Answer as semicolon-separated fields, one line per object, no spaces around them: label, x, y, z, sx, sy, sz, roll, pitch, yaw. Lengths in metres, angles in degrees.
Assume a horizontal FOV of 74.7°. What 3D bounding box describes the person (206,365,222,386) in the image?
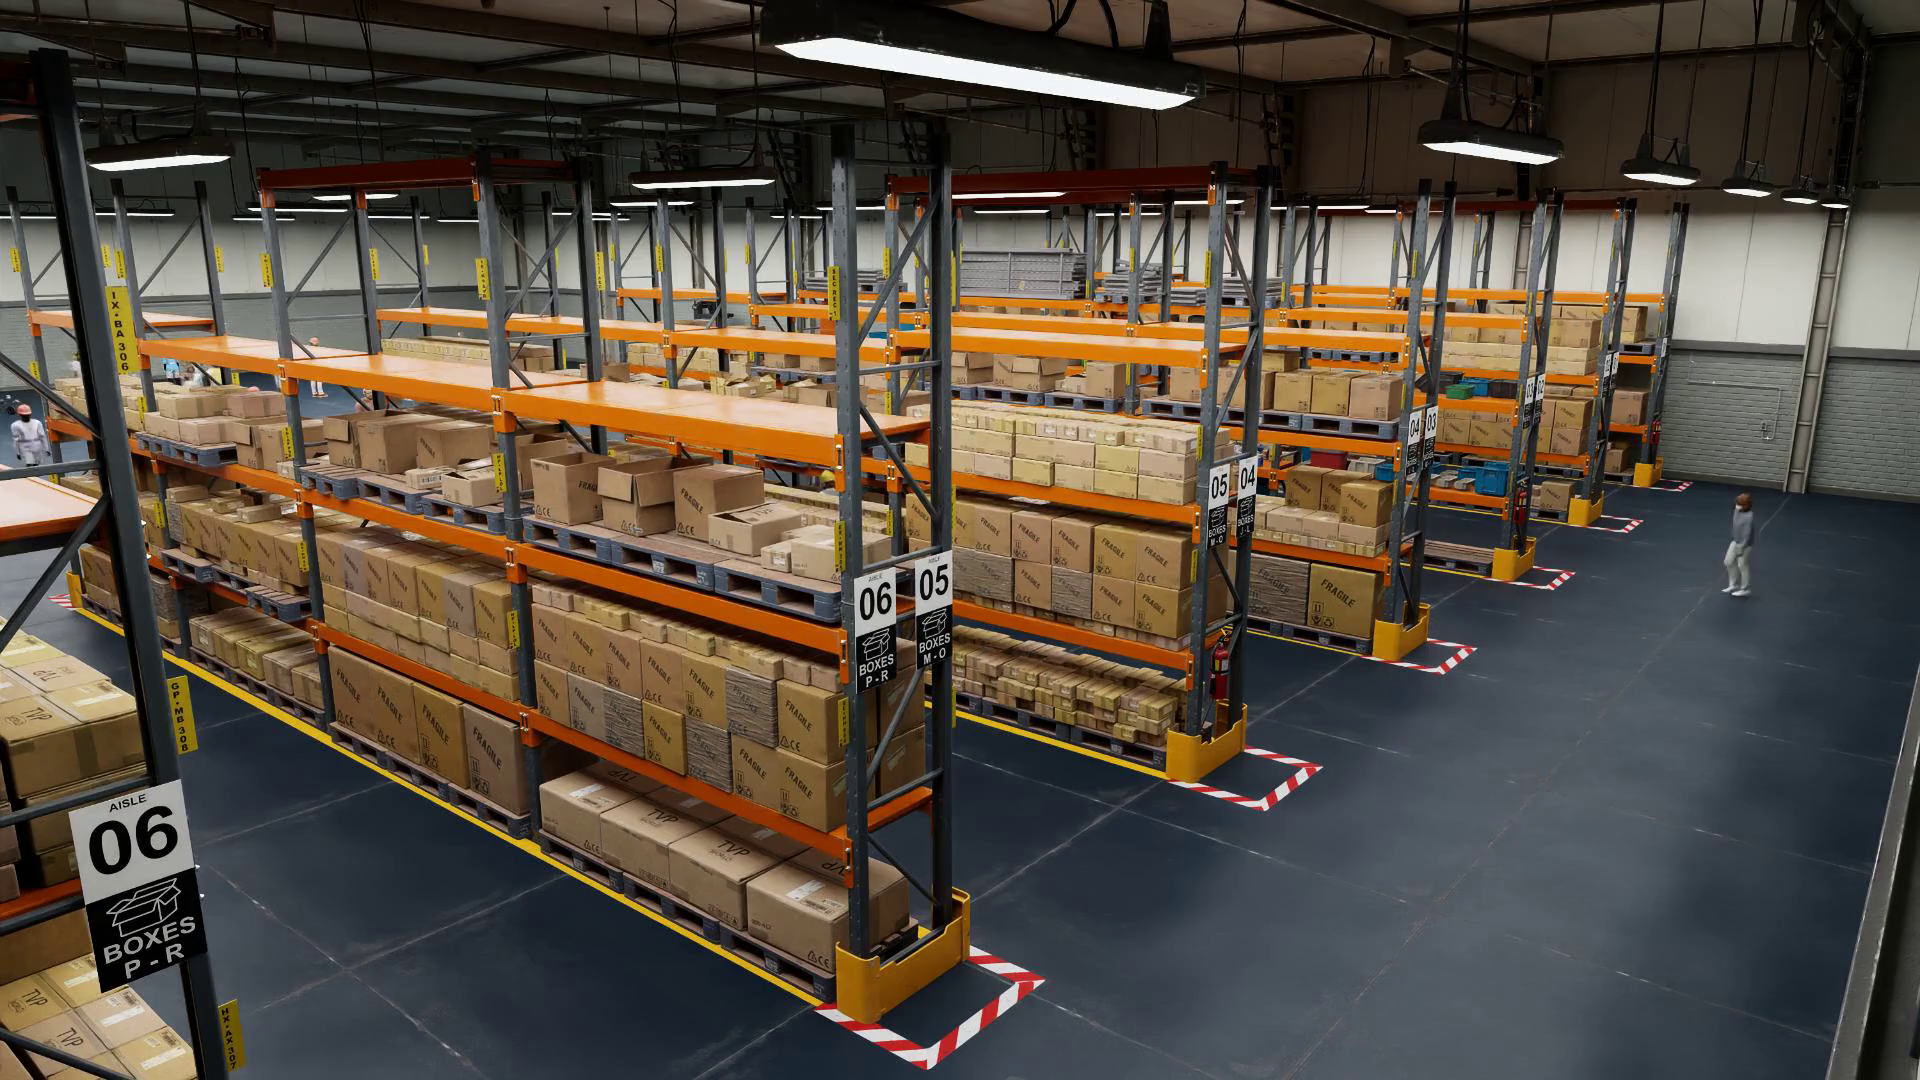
person;-21.702;-4.400;36.930;0.631;1.831;0.448;-5;15;-21

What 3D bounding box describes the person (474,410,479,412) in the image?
person;-10.859;-2.512;28.713;0.609;2.040;0.394;8;16;29

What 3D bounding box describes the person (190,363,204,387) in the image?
person;-26.582;-6.067;43.767;0.536;1.840;0.524;6;15;22

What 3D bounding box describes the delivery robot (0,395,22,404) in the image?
delivery robot;-29.115;-4.307;38.541;0.698;0.223;0.335;2;14;8

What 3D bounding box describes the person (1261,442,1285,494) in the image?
person;6.551;-1.821;26.801;0.833;1.593;0.510;10;17;35

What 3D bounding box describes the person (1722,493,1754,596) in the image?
person;11.784;0.073;18.967;0.477;1.596;0.523;0;14;1

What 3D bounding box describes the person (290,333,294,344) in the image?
person;-26.273;-7.407;49.265;0.429;1.839;0.634;-1;14;-3

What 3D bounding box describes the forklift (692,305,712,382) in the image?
forklift;-9.511;-7.392;47.124;1.873;2.768;1.129;11;17;38

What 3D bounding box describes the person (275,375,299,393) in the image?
person;-20.035;-4.602;37.516;0.630;1.936;0.429;-3;14;-10

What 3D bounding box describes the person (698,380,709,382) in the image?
person;-8.937;-6.066;43.562;0.584;1.928;0.372;-5;15;-21

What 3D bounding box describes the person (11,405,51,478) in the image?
person;-19.416;-1.877;26.403;0.923;1.899;0.549;9;16;33

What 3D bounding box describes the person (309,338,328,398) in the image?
person;-21.659;-5.802;42.359;0.616;1.983;0.404;6;15;22

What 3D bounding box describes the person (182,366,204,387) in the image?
person;-22.534;-4.323;37.066;0.529;1.593;0.850;-11;18;-39

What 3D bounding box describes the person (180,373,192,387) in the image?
person;-21.482;-3.849;35.061;0.359;1.629;0.513;-11;17;-38

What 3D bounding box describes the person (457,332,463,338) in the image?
person;-18.496;-6.747;46.516;0.977;1.861;0.631;-3;14;-13

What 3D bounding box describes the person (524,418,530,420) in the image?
person;-10.175;-2.543;29.180;0.585;1.884;0.965;9;16;31

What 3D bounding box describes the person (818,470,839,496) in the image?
person;-2.035;-0.203;19.756;0.588;1.789;0.919;-7;15;-28

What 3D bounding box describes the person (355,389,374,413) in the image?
person;-13.748;-2.623;29.448;0.408;1.908;0.642;7;15;26

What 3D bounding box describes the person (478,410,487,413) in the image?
person;-9.977;-1.948;26.912;0.836;1.801;0.532;-11;17;-37

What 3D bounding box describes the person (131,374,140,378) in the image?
person;-20.985;-3.314;32.329;0.500;1.893;0.656;7;15;27

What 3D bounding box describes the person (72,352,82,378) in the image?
person;-27.506;-4.994;39.439;1.003;1.817;0.500;7;15;26

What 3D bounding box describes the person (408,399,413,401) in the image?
person;-17.906;-5.395;41.501;0.851;1.592;0.500;-1;14;-3

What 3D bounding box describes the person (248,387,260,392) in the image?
person;-16.349;-2.607;29.319;0.377;1.932;0.552;-3;14;-12

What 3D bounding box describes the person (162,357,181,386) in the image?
person;-26.893;-5.800;42.951;0.319;1.697;0.533;8;16;30

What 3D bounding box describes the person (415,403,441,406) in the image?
person;-13.295;-3.145;31.559;0.644;1.924;0.663;-7;16;-28

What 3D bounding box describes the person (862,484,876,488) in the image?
person;-1.910;-2.042;26.989;0.594;1.934;0.622;11;18;38

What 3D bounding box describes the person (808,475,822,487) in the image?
person;-2.847;-1.527;25.030;0.327;1.865;0.517;12;18;41
